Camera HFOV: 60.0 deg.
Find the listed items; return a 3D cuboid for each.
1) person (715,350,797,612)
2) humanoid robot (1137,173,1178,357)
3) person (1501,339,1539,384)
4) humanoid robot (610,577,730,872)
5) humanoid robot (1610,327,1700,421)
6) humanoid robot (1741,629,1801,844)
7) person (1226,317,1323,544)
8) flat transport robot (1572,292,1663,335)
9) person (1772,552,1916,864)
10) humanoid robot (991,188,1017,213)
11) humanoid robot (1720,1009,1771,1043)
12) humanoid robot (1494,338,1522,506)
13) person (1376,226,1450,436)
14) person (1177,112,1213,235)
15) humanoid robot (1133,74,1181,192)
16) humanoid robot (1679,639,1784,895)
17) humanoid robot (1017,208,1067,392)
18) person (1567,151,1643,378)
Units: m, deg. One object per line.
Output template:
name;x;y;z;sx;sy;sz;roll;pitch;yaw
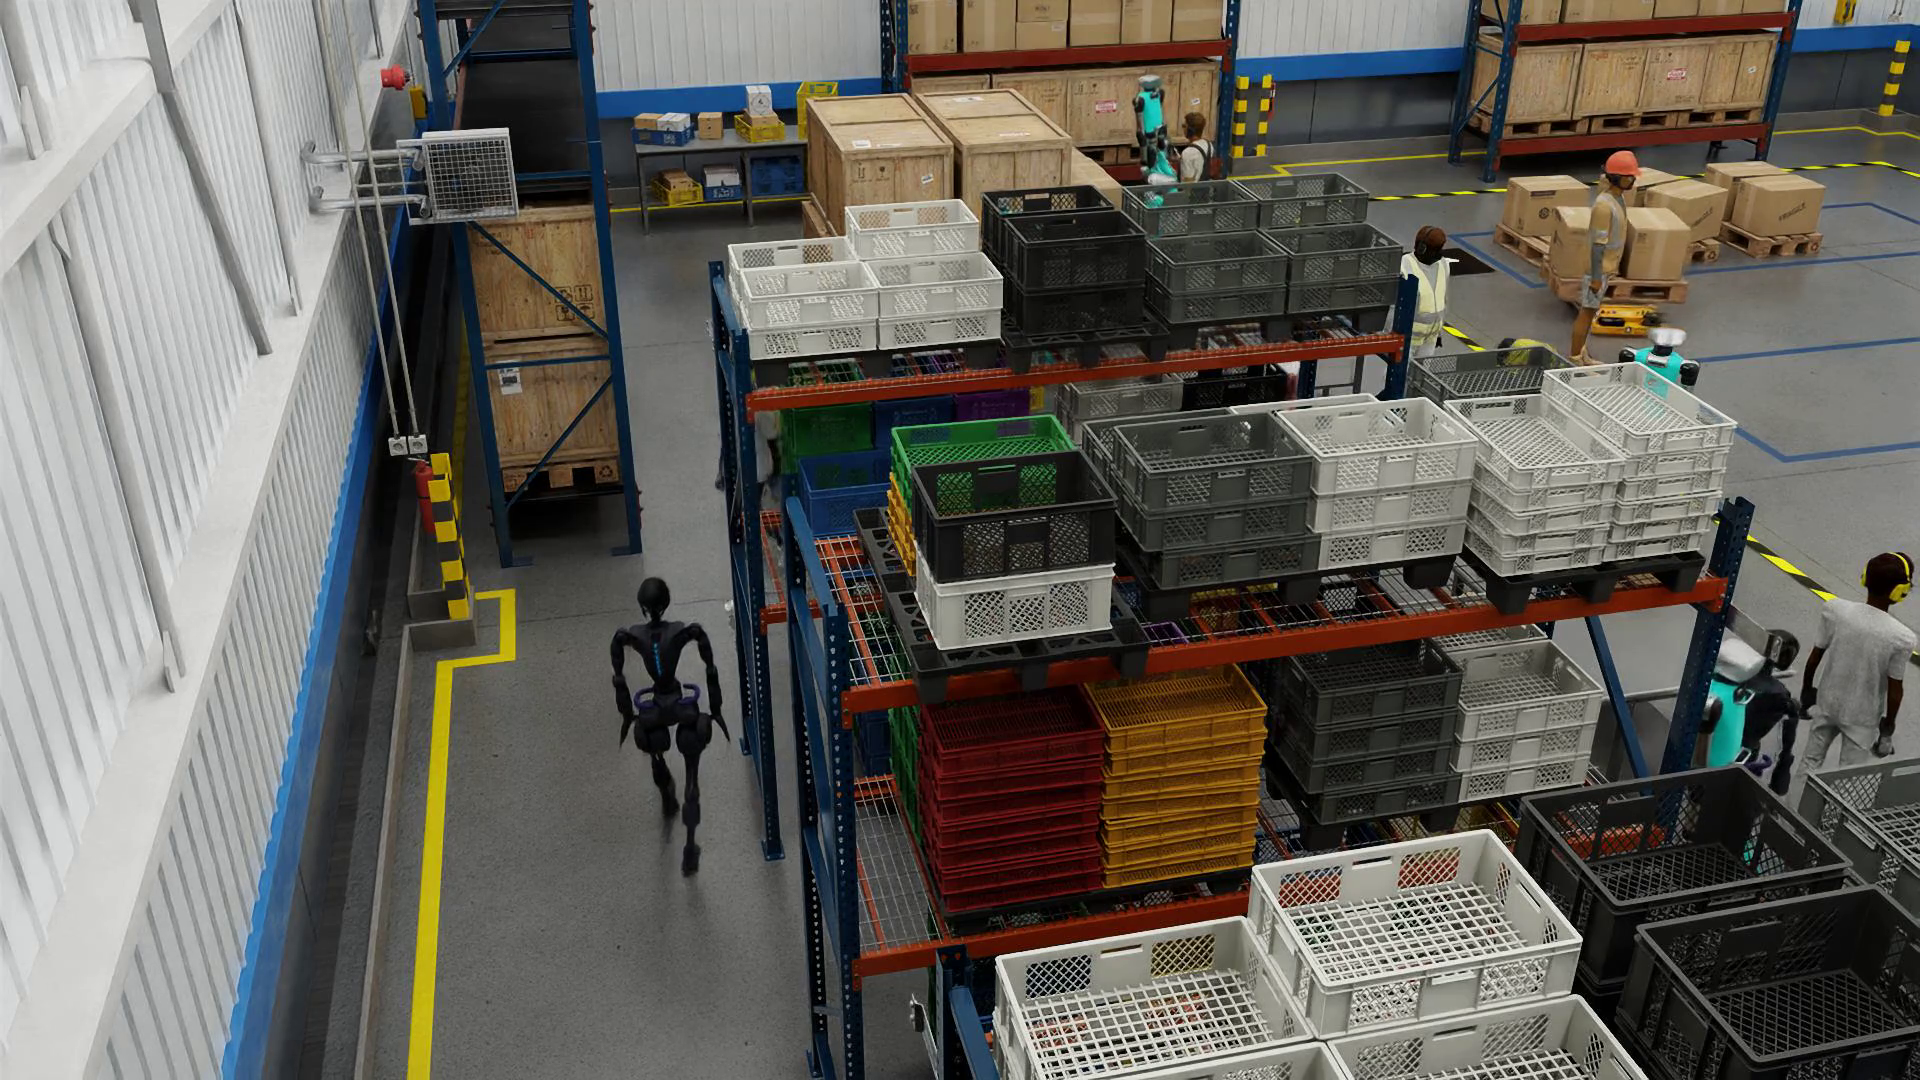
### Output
person;-1.388;-0.470;11.236;0.505;1.854;0.711;23;35;36
humanoid robot;1.931;-2.484;15.169;0.859;1.772;0.541;-13;30;-23
person;3.910;-0.608;11.640;0.844;1.715;0.543;15;31;26
humanoid robot;-1.530;0.907;8.850;0.589;1.625;0.761;-3;28;-5
humanoid robot;4.903;-0.788;11.820;0.533;1.679;0.735;17;32;29
humanoid robot;3.886;1.177;8.359;0.672;1.664;0.584;-9;29;-16
person;2.260;-0.725;11.694;0.903;1.887;0.601;2;28;5
flat transport robot;6.460;-2.383;16.538;0.652;0.197;1.431;2;28;4
person;4.600;0.904;8.622;0.330;1.865;0.515;-18;33;-30
humanoid robot;0.166;-2.170;14.529;0.678;1.754;0.546;-11;30;-19
humanoid robot;2.835;2.335;6.133;0.544;1.630;0.608;-14;31;-24
humanoid robot;3.766;-0.633;11.723;0.599;1.655;0.315;-1;28;-2
person;3.700;-1.667;13.537;0.629;1.835;0.429;-15;31;-26
person;2.341;-3.397;16.800;0.326;1.843;0.514;18;33;31
humanoid robot;2.313;-4.249;18.513;0.778;1.771;0.542;19;33;32
humanoid robot;3.733;1.341;7.884;0.740;1.754;0.531;21;35;35
humanoid robot;0.752;-1.837;13.954;0.605;1.770;0.864;-11;30;-21
person;5.710;-2.435;14.761;0.366;2.048;0.604;14;31;25
